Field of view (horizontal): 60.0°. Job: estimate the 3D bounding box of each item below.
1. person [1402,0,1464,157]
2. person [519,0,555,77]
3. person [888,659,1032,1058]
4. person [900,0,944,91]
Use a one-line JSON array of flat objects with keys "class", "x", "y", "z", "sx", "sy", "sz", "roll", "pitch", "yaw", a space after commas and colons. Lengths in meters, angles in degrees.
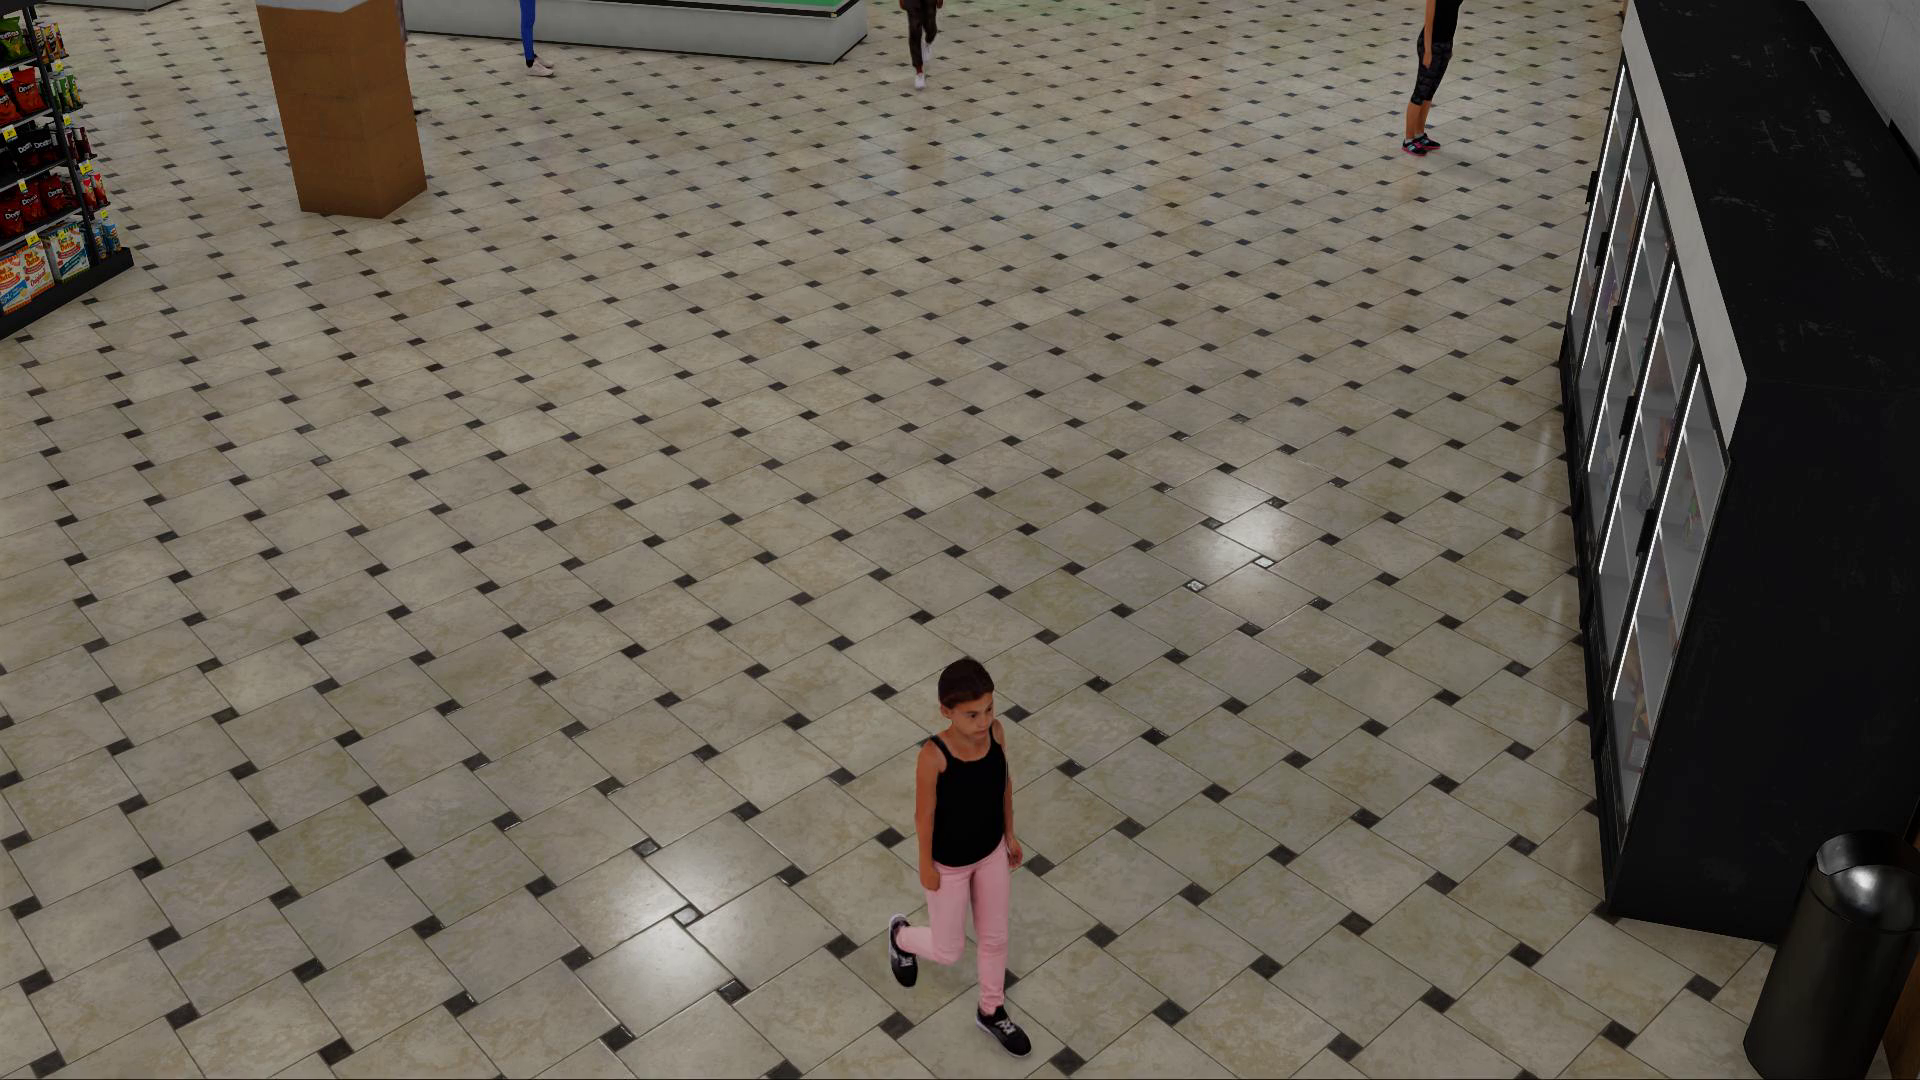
[{"class": "person", "x": 3.886, "y": -4.055, "z": 13.642, "sx": 0.679, "sy": 1.726, "sz": 0.660, "roll": 26, "pitch": 40, "yaw": 35}, {"class": "person", "x": -4.082, "y": -5.262, "z": 15.541, "sx": 0.700, "sy": 1.770, "sz": 0.719, "roll": -6, "pitch": 32, "yaw": -9}, {"class": "person", "x": -0.017, "y": 1.039, "z": 5.621, "sx": 0.845, "sy": 1.551, "sz": 0.946, "roll": -21, "pitch": 38, "yaw": -30}, {"class": "person", "x": -0.359, "y": -5.078, "z": 15.330, "sx": 1.052, "sy": 1.680, "sz": 0.829, "roll": 0, "pitch": 32, "yaw": 0}]
